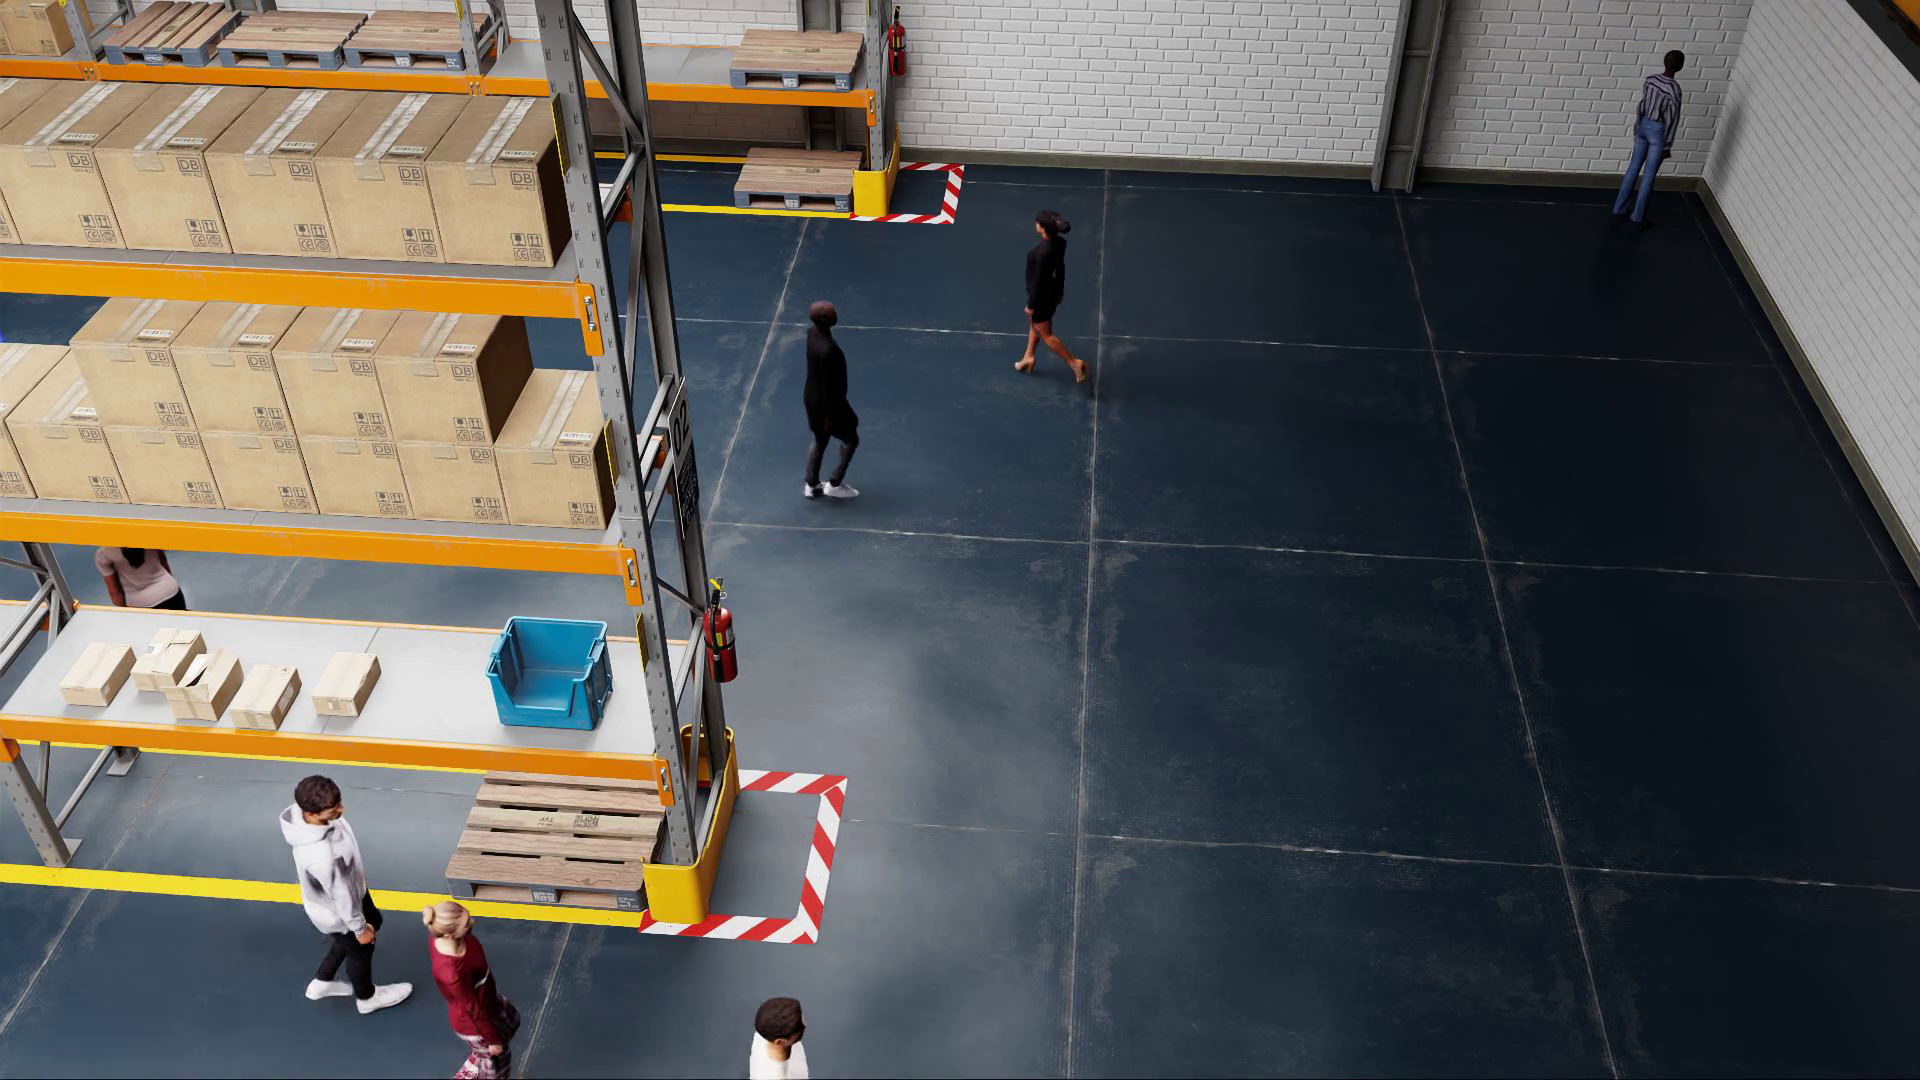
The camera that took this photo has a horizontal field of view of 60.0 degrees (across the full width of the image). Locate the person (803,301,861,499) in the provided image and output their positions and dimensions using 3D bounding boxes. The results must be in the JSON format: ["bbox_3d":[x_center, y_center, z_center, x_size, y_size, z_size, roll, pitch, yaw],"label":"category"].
[{"bbox_3d":[-1.112,-1.028,12.719,0.809,1.744,0.785,-12,40,-15],"label":"person"}]

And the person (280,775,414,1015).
[{"bbox_3d":[-3.398,1.959,8.849,0.938,1.905,0.873,-17,42,-20],"label":"person"}]

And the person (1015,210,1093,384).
[{"bbox_3d":[0.773,-1.994,14.030,1.059,1.616,0.804,18,42,21],"label":"person"}]

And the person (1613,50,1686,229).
[{"bbox_3d":[6.791,-3.938,16.321,0.705,1.794,0.705,-16,41,-19],"label":"person"}]

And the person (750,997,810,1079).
[{"bbox_3d":[-0.915,2.777,7.978,0.675,1.713,0.715,-6,39,-8],"label":"person"}]

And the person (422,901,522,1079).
[{"bbox_3d":[-2.543,2.403,8.469,0.798,1.686,0.765,-13,40,-16],"label":"person"}]
